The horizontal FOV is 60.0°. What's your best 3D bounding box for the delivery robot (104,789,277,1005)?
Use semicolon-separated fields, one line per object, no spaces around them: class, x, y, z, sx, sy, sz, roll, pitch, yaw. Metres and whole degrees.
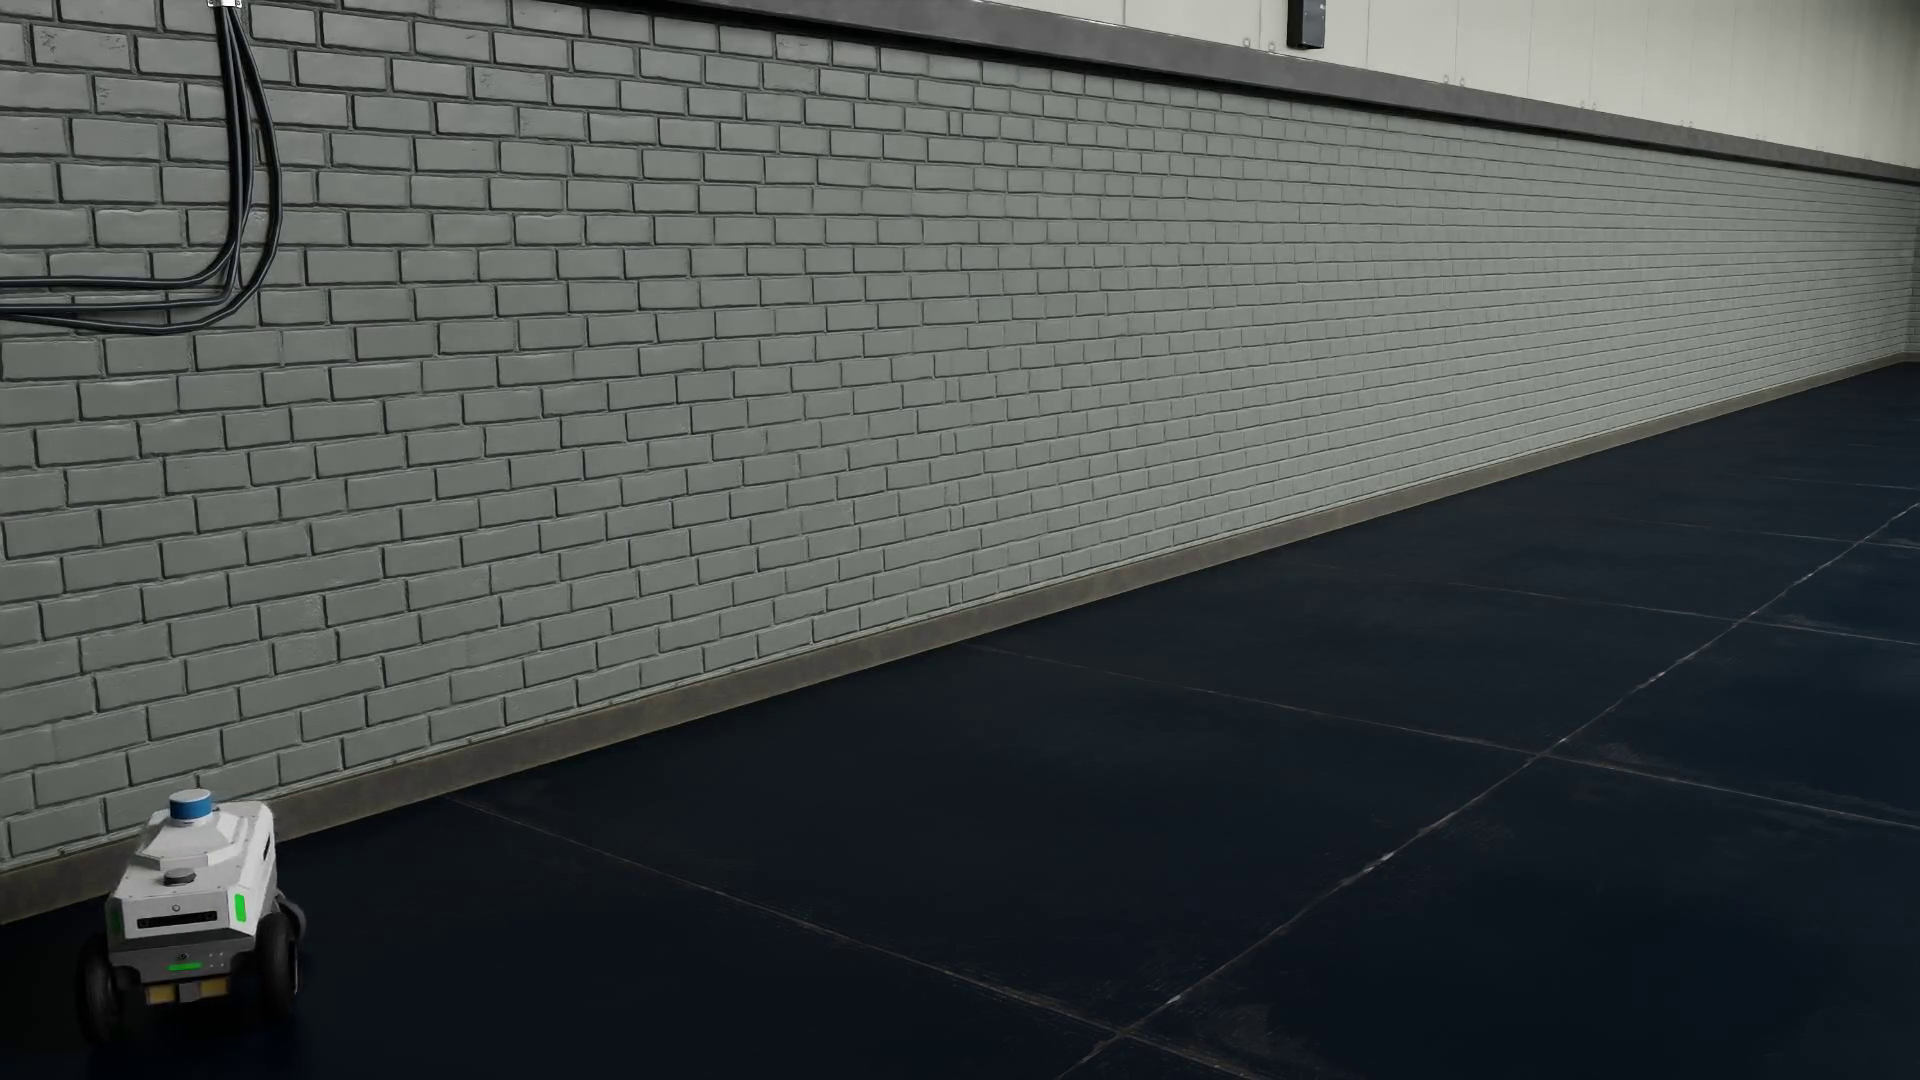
delivery robot;-2.042;0.910;4.448;0.477;0.478;0.707;-3;11;-17
